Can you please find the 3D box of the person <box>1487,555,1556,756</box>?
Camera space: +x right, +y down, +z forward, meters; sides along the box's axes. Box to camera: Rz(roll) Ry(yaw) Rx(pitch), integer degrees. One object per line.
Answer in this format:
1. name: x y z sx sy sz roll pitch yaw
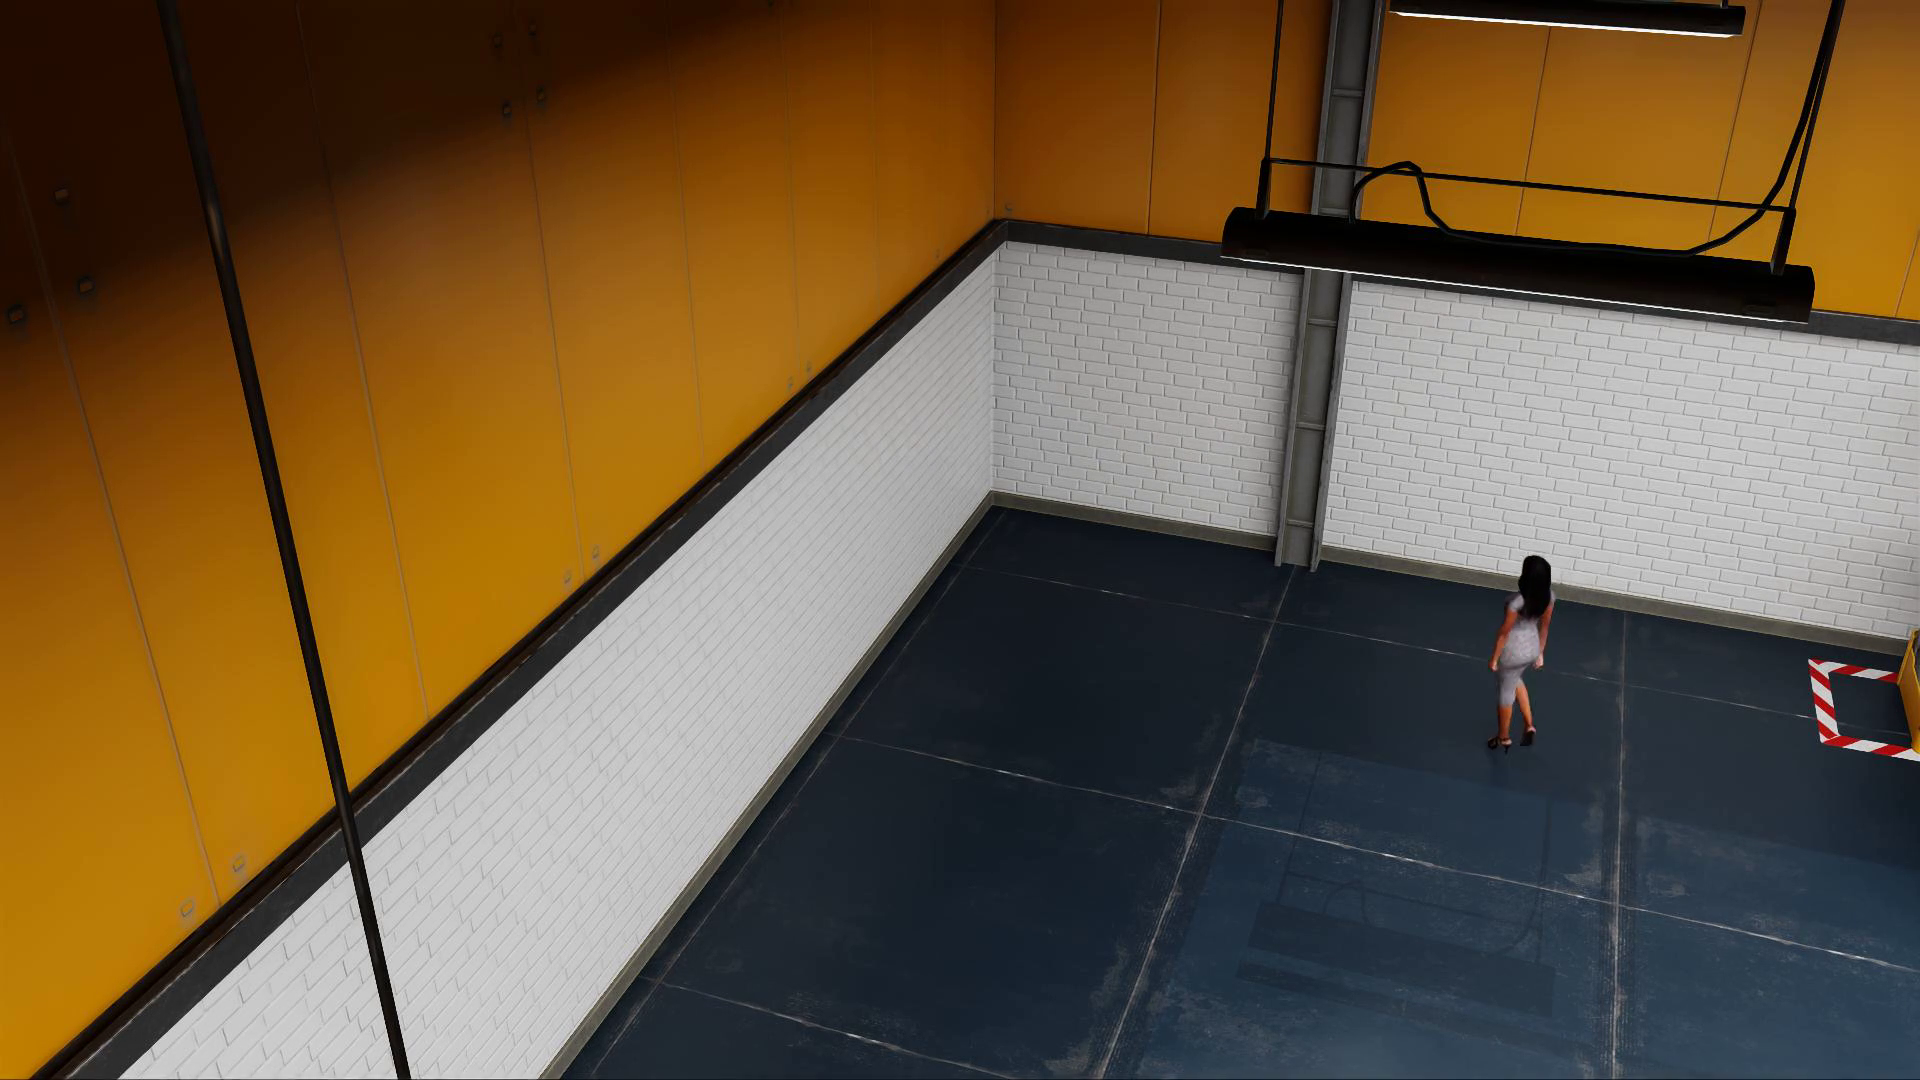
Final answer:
1. person: 4.393 0.951 12.911 0.769 1.771 0.830 -14 31 -24
